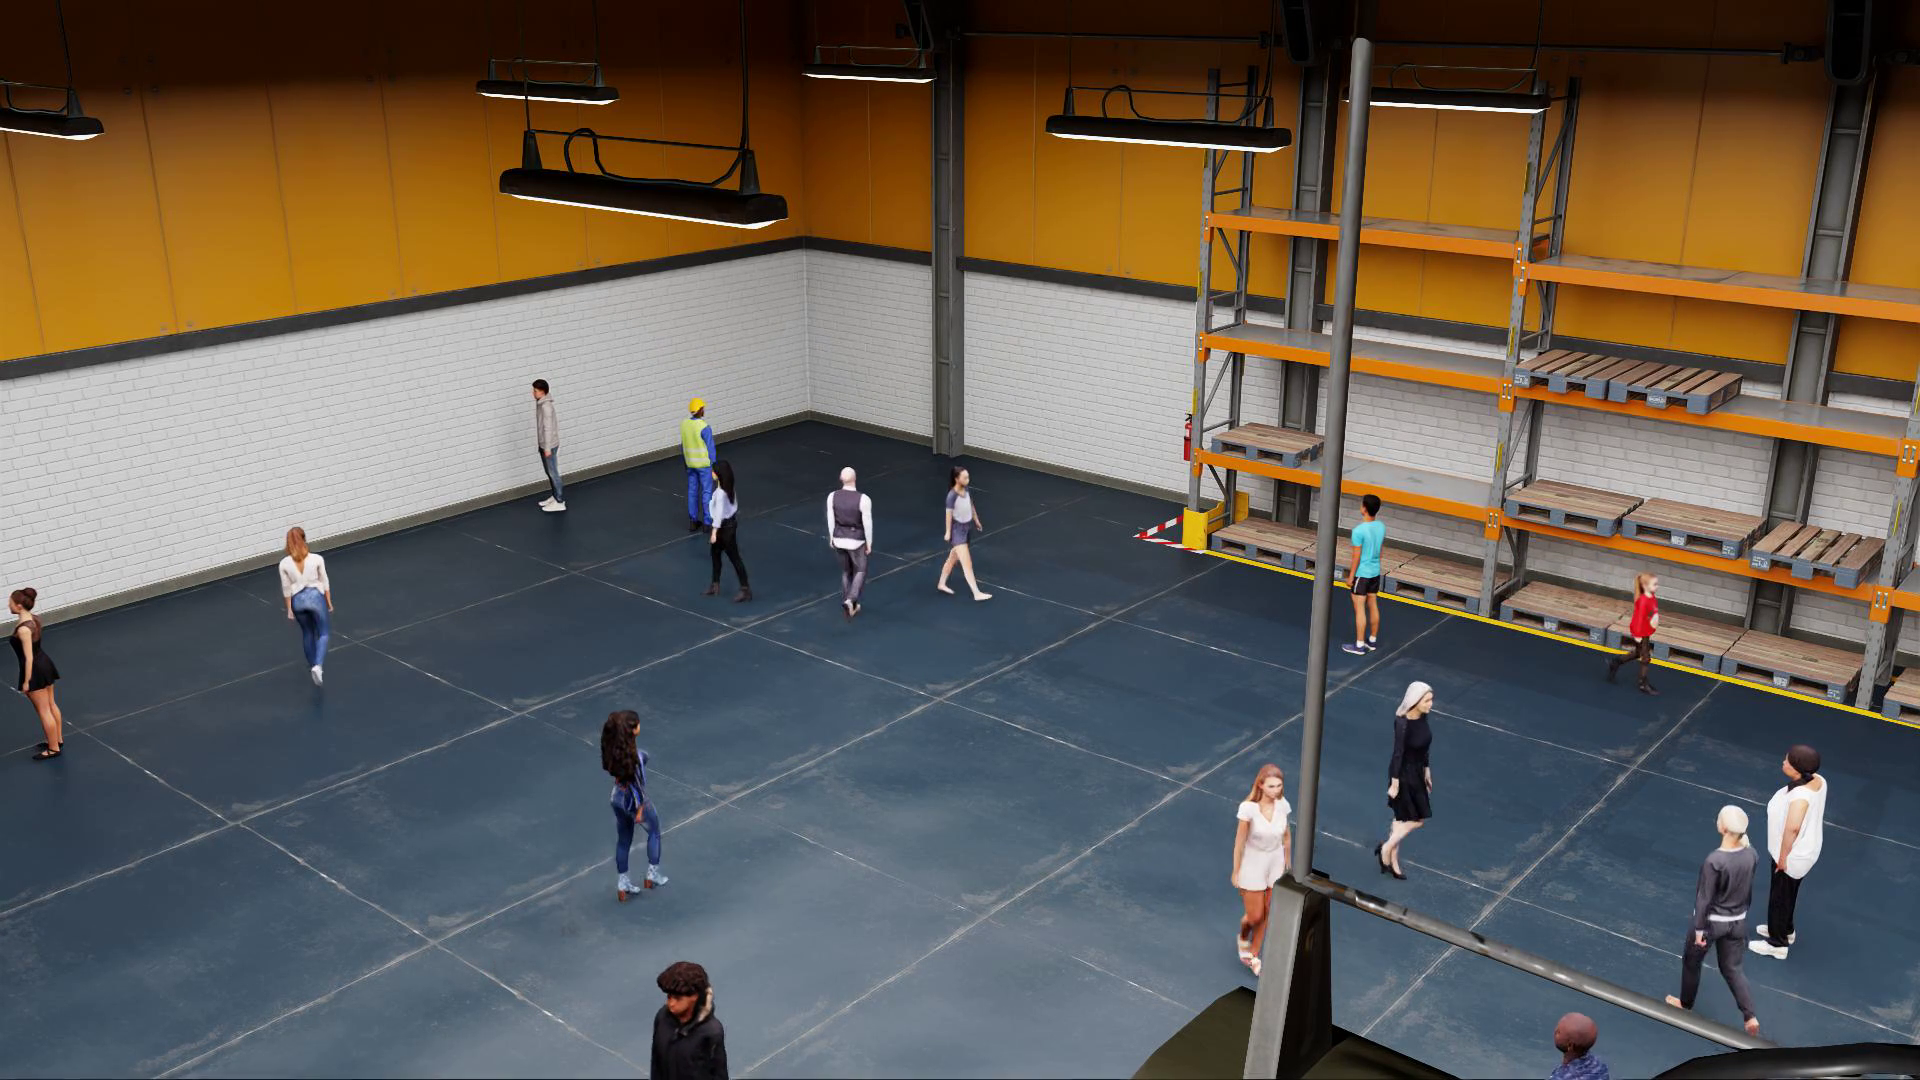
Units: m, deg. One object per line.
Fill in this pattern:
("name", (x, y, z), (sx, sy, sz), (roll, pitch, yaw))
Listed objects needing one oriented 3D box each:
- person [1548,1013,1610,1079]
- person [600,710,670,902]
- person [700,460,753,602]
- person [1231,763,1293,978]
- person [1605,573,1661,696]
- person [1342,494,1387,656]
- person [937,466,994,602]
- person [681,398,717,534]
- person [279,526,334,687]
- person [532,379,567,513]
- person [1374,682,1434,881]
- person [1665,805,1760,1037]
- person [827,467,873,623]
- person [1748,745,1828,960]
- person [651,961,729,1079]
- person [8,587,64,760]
("person", (3.337, 3.397, 8.996), (0.687, 1.806, 0.694), (-17, 25, -42))
("person", (-2.657, 2.109, 13.138), (0.601, 1.603, 0.684), (14, 23, 35))
("person", (-2.638, -0.085, 19.473), (1.025, 1.719, 0.941), (1, 19, 2))
("person", (2.180, 2.375, 12.213), (0.716, 1.690, 0.764), (-5, 19, -16))
("person", (6.977, 0.944, 17.122), (0.814, 1.268, 0.497), (14, 23, 36))
("person", (4.412, 0.369, 18.040), (0.667, 1.773, 0.597), (-13, 22, -33))
("person", (-0.072, -0.074, 19.613), (1.066, 1.608, 0.747), (10, 21, 27))
("person", (-3.465, -1.005, 22.055), (0.589, 1.813, 0.777), (9, 21, 26))
("person", (-6.710, 0.713, 17.129), (0.949, 1.702, 1.053), (-4, 19, -11))
("person", (-5.661, -1.314, 22.914), (0.795, 1.852, 0.649), (-10, 21, -28))
("person", (3.539, 1.928, 13.465), (0.716, 1.738, 0.598), (14, 23, 35))
("person", (5.272, 2.638, 11.408), (0.956, 1.704, 1.055), (-4, 19, -12))
("person", (-1.263, 0.082, 18.836), (1.043, 1.808, 1.001), (5, 19, 13))
("person", (6.211, 2.300, 12.443), (0.607, 1.685, 0.650), (17, 25, 40))
("person", (-1.543, 3.197, 9.678), (1.125, 1.750, 0.897), (8, 20, 22))
("person", (-8.678, 1.236, 15.619), (0.738, 1.674, 0.657), (-5, 19, -15))
